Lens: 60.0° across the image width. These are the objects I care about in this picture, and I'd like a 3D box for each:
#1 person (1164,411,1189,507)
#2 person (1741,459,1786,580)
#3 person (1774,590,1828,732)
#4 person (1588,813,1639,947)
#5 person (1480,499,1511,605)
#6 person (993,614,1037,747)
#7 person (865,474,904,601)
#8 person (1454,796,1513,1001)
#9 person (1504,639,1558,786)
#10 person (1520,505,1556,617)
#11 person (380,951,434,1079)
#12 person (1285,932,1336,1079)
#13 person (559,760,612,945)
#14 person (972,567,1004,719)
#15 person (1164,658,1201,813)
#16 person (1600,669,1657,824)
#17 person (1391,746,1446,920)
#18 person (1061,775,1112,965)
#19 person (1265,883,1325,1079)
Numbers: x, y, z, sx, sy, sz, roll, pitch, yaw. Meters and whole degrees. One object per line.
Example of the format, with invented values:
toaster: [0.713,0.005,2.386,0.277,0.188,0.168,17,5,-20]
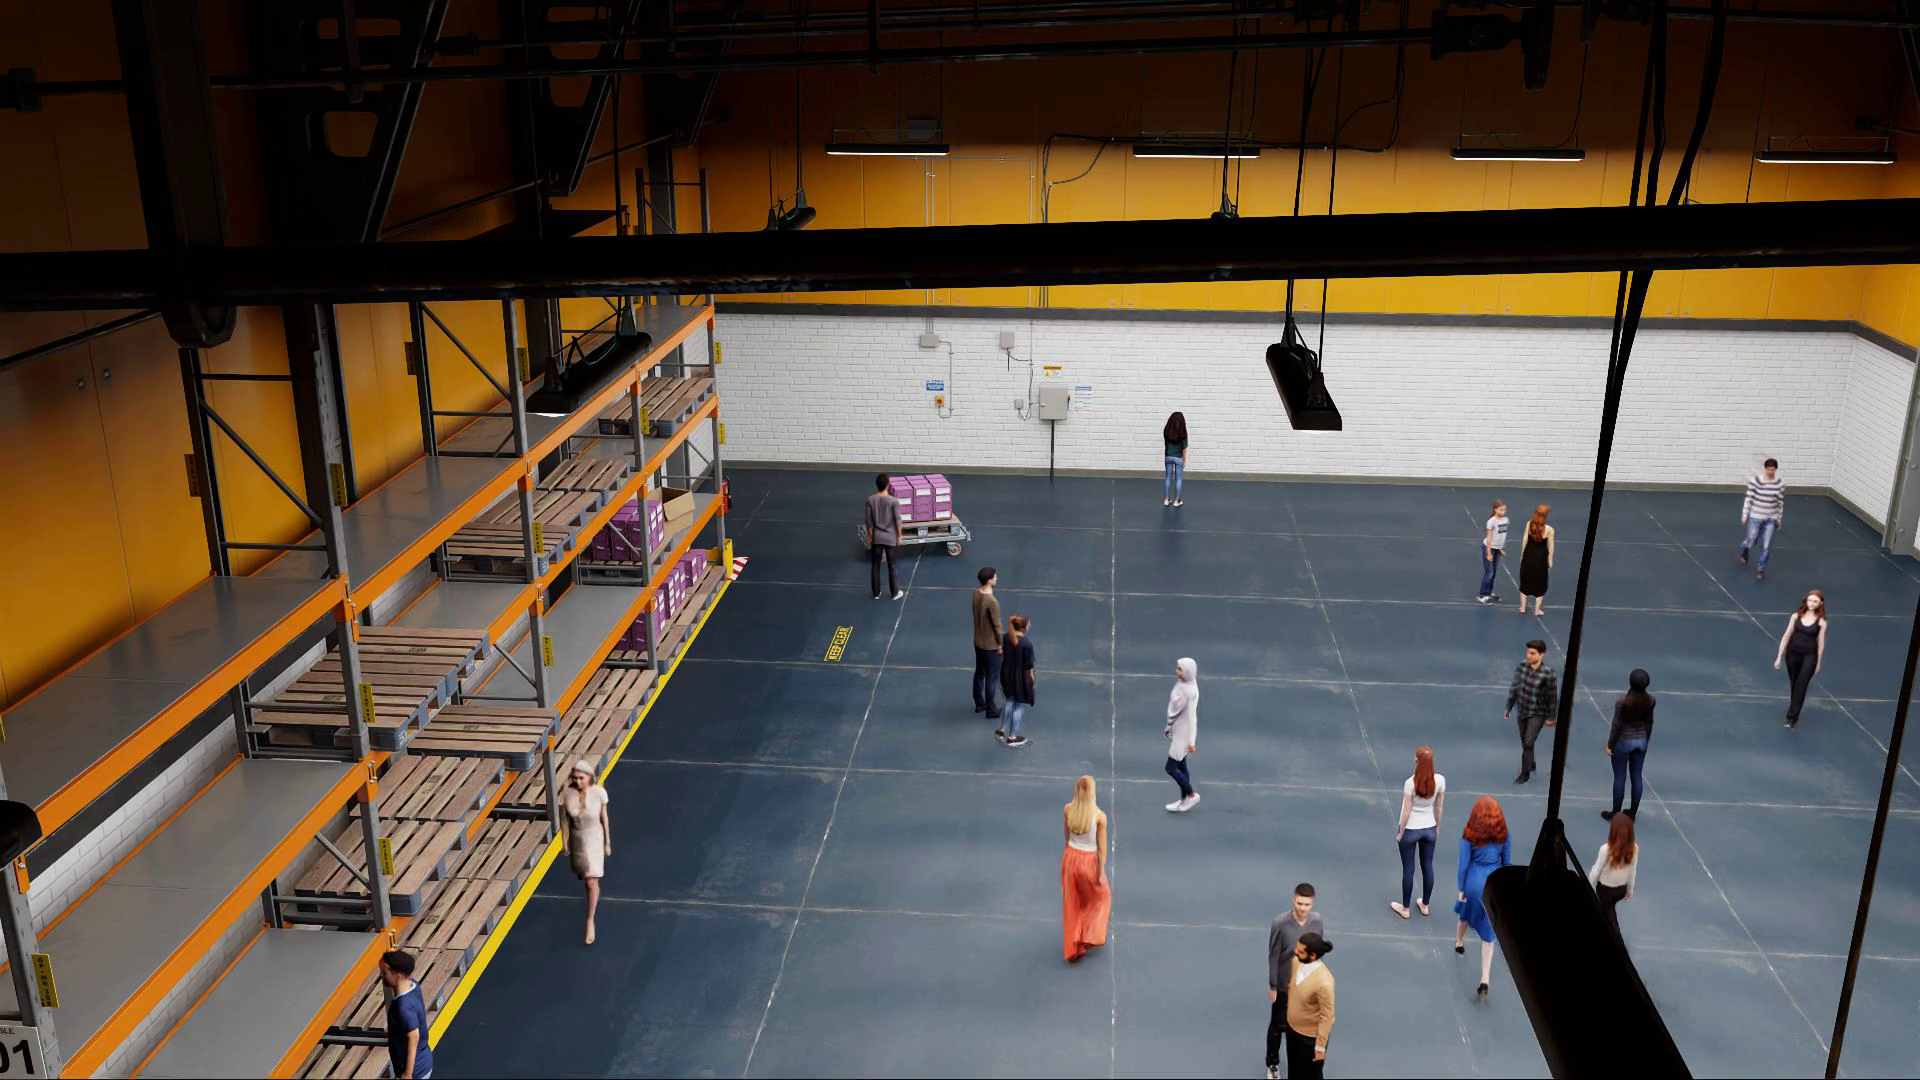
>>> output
person: [3.636,-1.386,28.188,0.671,1.614,0.693,9,21,25]
person: [11.950,-0.354,24.792,0.796,1.827,0.954,5,19,13]
person: [10.054,1.389,19.833,1.042,1.687,1.203,16,24,39]
person: [5.871,3.183,14.878,0.806,1.450,1.053,-6,19,-17]
person: [7.623,0.128,23.787,0.659,1.553,0.721,-12,22,-32]
person: [0.642,1.608,19.217,0.810,1.664,0.851,13,23,34]
person: [-1.090,-0.050,23.847,0.708,1.853,0.595,5,19,13]
person: [4.580,3.134,14.504,0.688,1.781,1.112,3,19,9]
person: [6.446,1.880,18.579,0.942,1.699,0.918,-11,22,-30]
person: [8.057,0.261,23.291,0.696,1.618,0.732,8,20,23]
person: [-4.047,3.843,12.291,0.758,1.849,0.635,-6,20,-18]
person: [2.660,3.755,12.707,0.804,1.751,0.681,-7,20,-19]
person: [-3.481,2.829,15.521,0.656,1.710,1.094,0,19,0]
person: [0.331,1.220,20.020,0.804,1.889,0.717,-11,22,-31]
person: [2.442,2.078,17.664,0.716,1.766,0.605,-1,19,-4]
person: [7.035,2.159,17.455,0.671,1.745,0.645,-3,19,-8]
person: [4.337,2.752,15.704,0.619,1.739,0.609,-3,19,-10]
person: [1.049,2.990,14.927,0.818,1.785,0.935,10,21,28]
person: [2.683,3.538,13.336,0.683,1.761,0.654,-5,19,-14]
